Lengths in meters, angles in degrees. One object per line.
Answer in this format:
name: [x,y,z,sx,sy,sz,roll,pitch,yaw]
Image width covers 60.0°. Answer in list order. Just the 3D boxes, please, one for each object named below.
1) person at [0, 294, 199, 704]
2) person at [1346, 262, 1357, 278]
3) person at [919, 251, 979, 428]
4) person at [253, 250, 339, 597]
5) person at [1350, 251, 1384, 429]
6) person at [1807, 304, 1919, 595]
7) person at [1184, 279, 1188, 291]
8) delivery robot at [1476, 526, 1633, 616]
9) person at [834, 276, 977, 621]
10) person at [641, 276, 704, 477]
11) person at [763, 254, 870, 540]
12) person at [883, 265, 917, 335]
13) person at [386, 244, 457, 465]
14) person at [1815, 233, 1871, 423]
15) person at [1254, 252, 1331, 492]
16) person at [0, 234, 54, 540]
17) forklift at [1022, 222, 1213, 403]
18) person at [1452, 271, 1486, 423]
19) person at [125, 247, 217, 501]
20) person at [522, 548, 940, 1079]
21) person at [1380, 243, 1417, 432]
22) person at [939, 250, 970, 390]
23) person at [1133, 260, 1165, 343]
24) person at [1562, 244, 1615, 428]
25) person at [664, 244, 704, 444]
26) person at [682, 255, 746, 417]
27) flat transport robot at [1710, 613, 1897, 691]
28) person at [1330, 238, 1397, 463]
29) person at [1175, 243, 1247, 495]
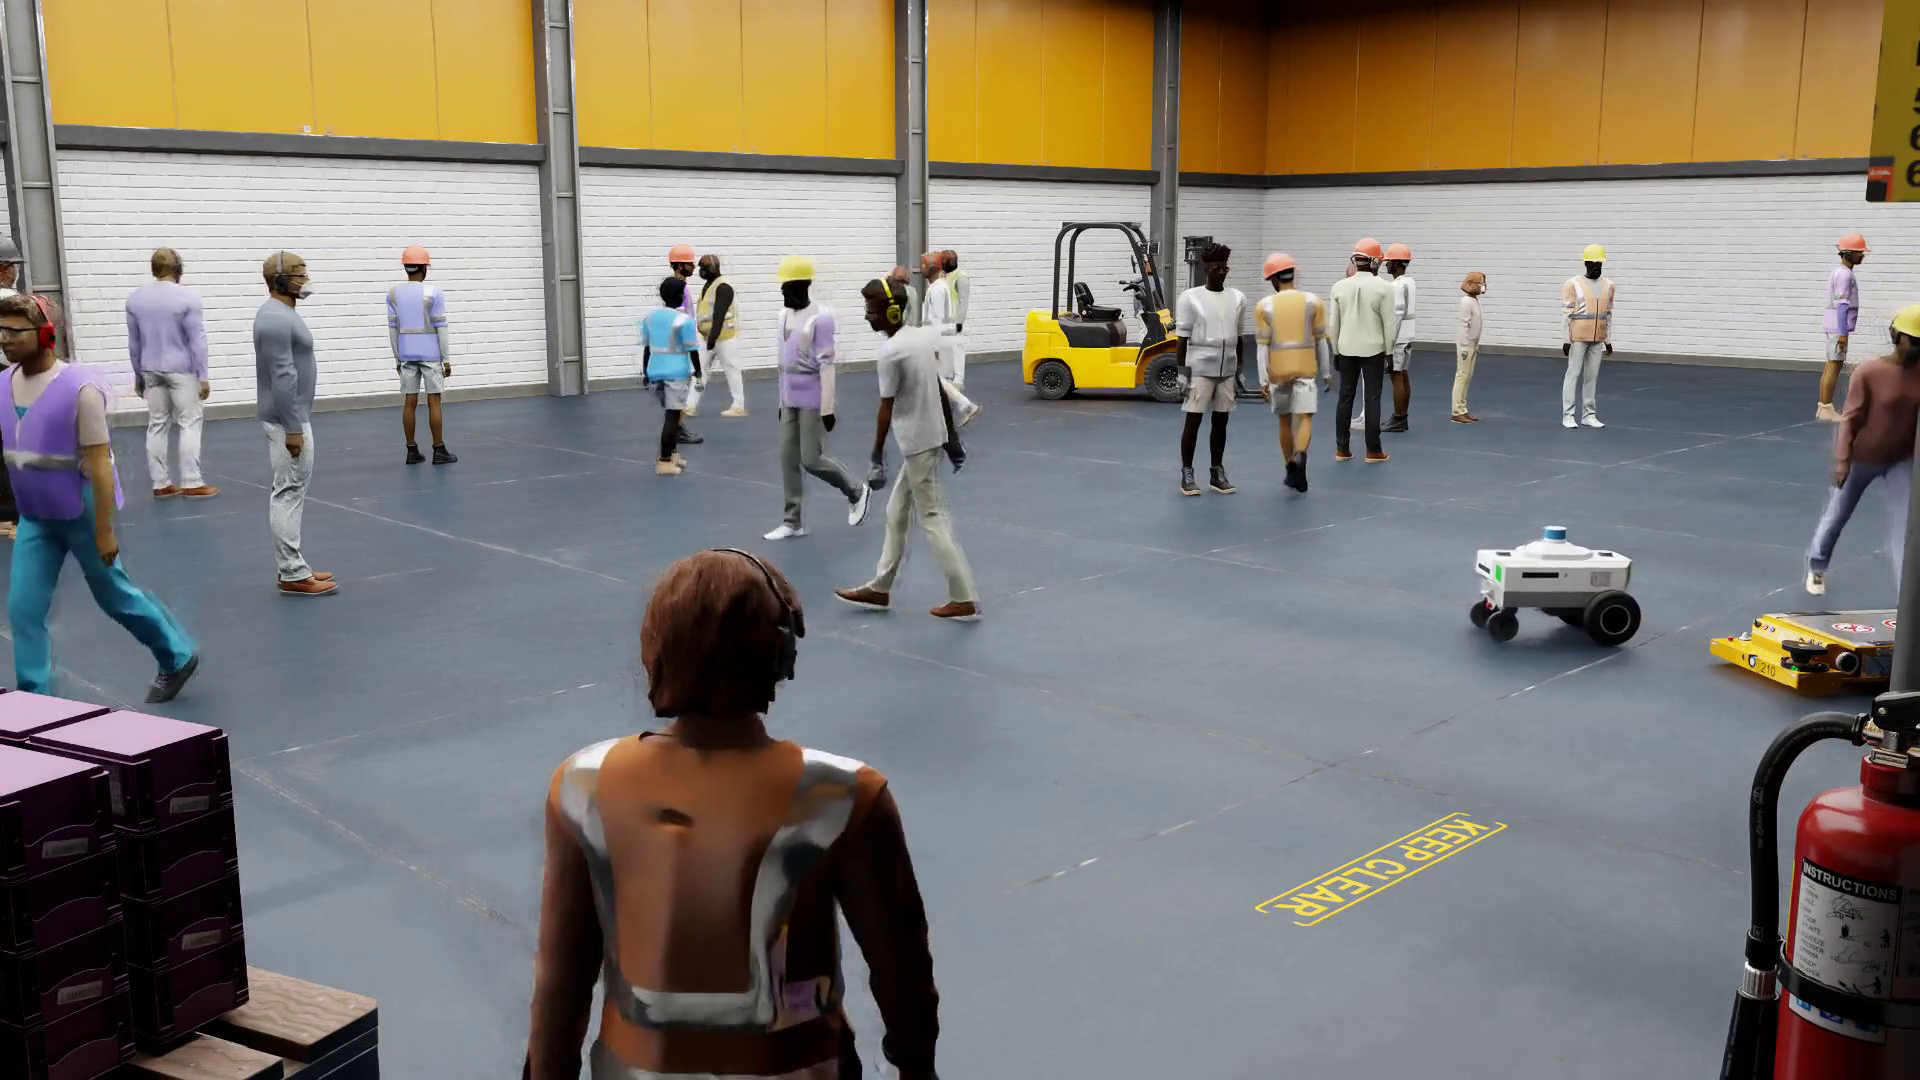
person: [-3.616,-0.115,6.847,0.574,1.806,0.947,4,11,21]
person: [6.457,-3.803,26.647,0.410,1.909,0.643,-4,11,-22]
person: [-0.174,-1.993,16.904,0.584,1.868,0.578,0,10,2]
person: [-3.769,-0.654,9.385,0.371,1.941,0.627,-4,11,-21]
person: [4.280,-2.099,17.415,0.347,1.884,0.584,2,11,8]
person: [4.994,-0.444,9.001,0.537,1.661,1.062,0,10,0]
person: [3.474,-3.194,23.840,0.686,1.730,0.353,-7,13,-34]
delivery robot: [2.986,0.174,8.385,0.707,0.478,0.477,0,10,-1]
person: [-0.306,-0.472,8.737,0.877,1.809,0.598,3,11,18]
person: [-2.389,-1.388,14.085,0.563,1.671,0.634,7,12,32]
person: [-0.976,-0.951,11.115,0.684,1.909,0.594,-8,13,-37]
person: [-0.820,-2.865,22.324,0.505,1.622,0.403,3,11,16]
person: [-4.757,-1.628,14.699,0.545,1.940,0.352,2,11,8]
person: [9.567,-2.287,18.012,0.390,2.041,0.614,4,11,22]
person: [2.617,-1.310,13.108,0.622,1.889,0.829,2,11,11]
person: [-6.355,-1.027,11.144,0.690,2.000,0.573,6,12,28]
forklift: [1.935,-2.847,20.651,2.313,2.155,1.214,2,11,13]
person: [5.528,-2.088,18.038,0.279,1.632,0.502,6,12,31]
person: [-6.031,-1.262,12.726,0.669,1.930,0.376,2,11,9]
person: [-0.293,0.805,2.358,0.523,1.599,0.799,4,11,19]
person: [4.492,-2.077,17.145,0.365,1.939,0.542,6,12,30]
person: [-0.134,-2.864,21.726,0.430,1.838,0.619,-6,12,-30]
person: [3.014,-3.640,26.501,0.507,1.633,0.277,2,11,13]
person: [6.612,-2.137,17.505,0.588,1.927,0.370,-3,11,-14]
person: [-2.710,-1.912,16.251,0.375,1.938,0.547,-2,11,-12]
person: [-2.790,-2.244,18.422,0.907,1.797,0.636,-7,12,-32]
flat transport robot: [4.323,0.491,7.694,1.431,0.197,0.652,-2,10,-9]
person: [3.601,-1.686,14.865,0.610,1.995,0.375,7,13,34]
person: [1.966,-1.330,13.001,0.613,1.963,0.362,-4,11,-21]
